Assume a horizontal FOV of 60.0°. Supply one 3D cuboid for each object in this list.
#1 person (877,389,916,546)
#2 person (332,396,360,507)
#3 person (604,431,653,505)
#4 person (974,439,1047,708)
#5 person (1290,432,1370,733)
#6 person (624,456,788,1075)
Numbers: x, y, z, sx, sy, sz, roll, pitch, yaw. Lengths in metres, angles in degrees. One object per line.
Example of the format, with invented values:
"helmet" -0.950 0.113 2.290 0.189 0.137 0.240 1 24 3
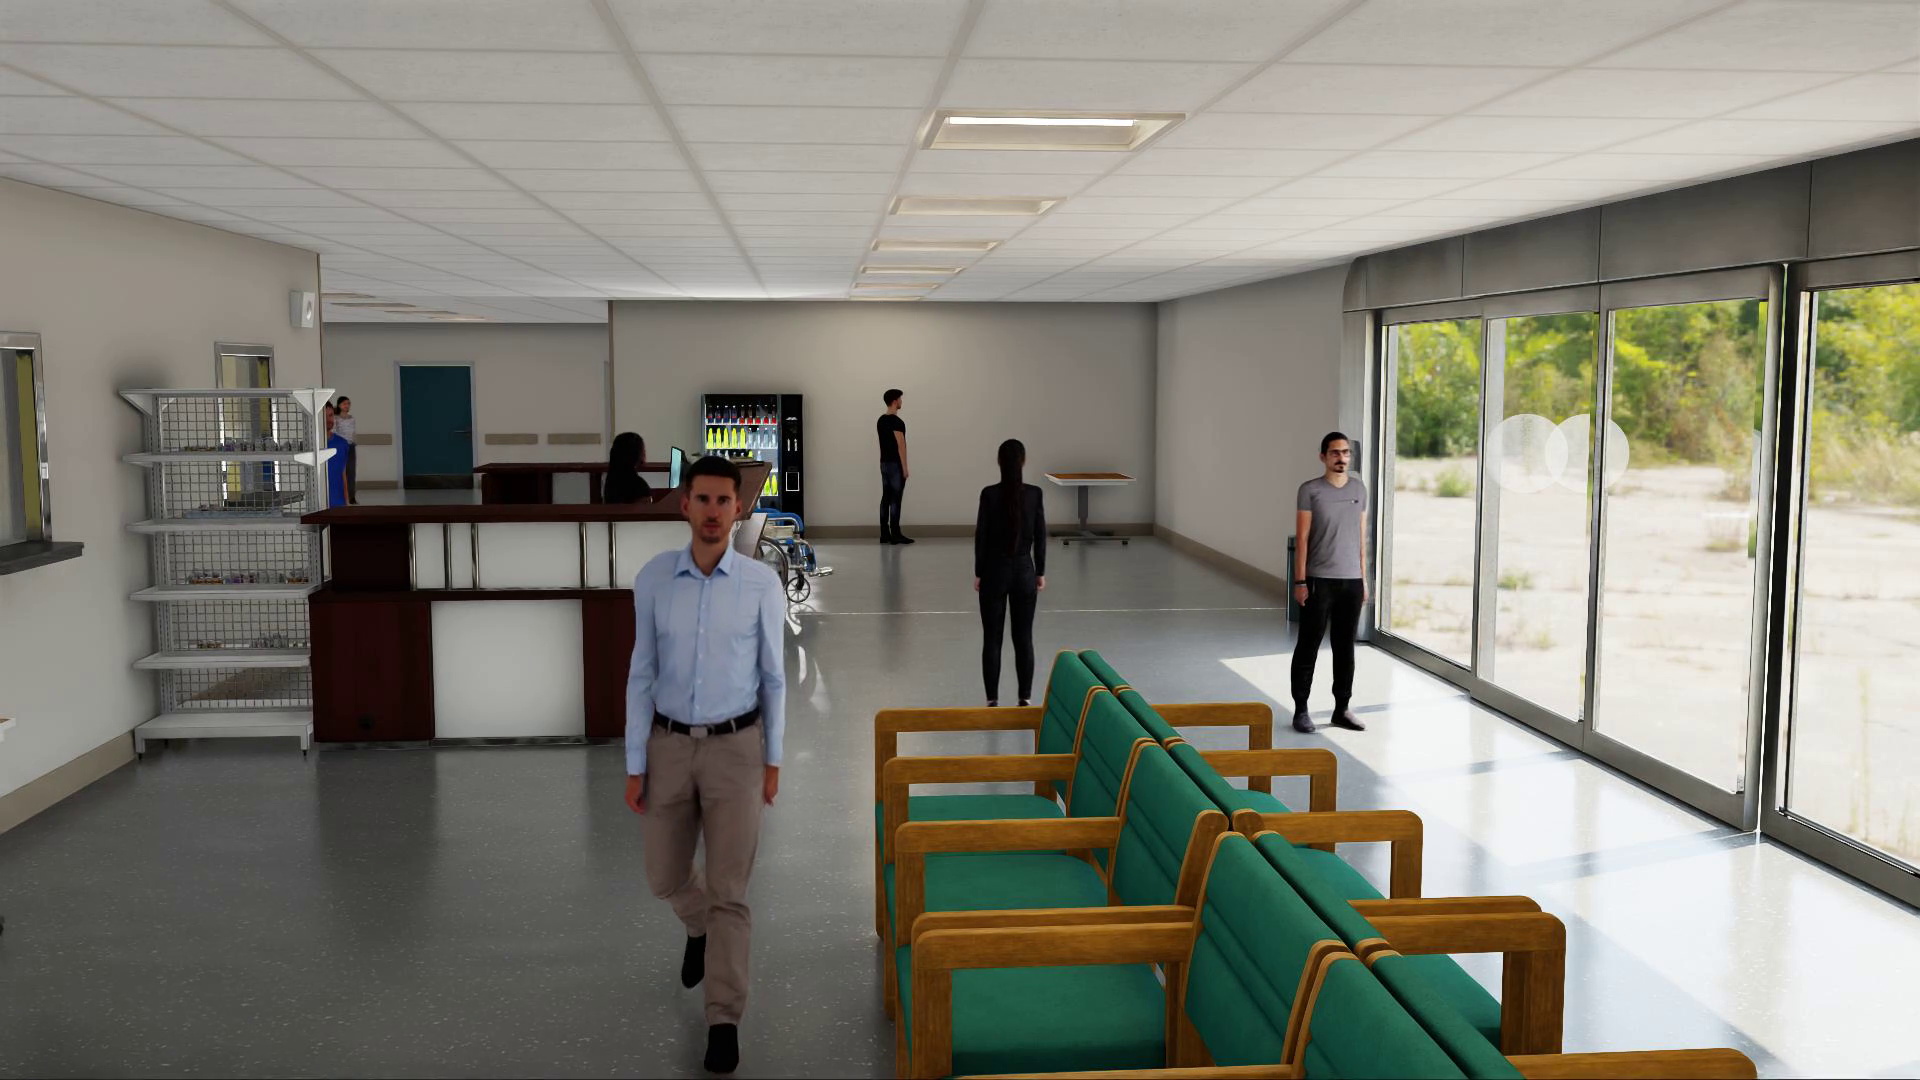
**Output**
"person" -0.830 -0.907 20.439 0.763 1.897 0.757 -4 7 -36
"person" -9.672 -1.373 25.979 1.083 1.714 1.042 5 8 40
"person" -2.129 0.167 10.547 0.950 1.739 0.865 -5 8 -42
"person" 0.293 0.252 9.847 0.447 1.711 0.653 -1 6 -10
"person" 2.188 0.235 9.799 0.527 1.754 0.721 -2 6 -16
"person" -0.791 0.667 5.181 1.017 1.818 0.748 0 6 -2
